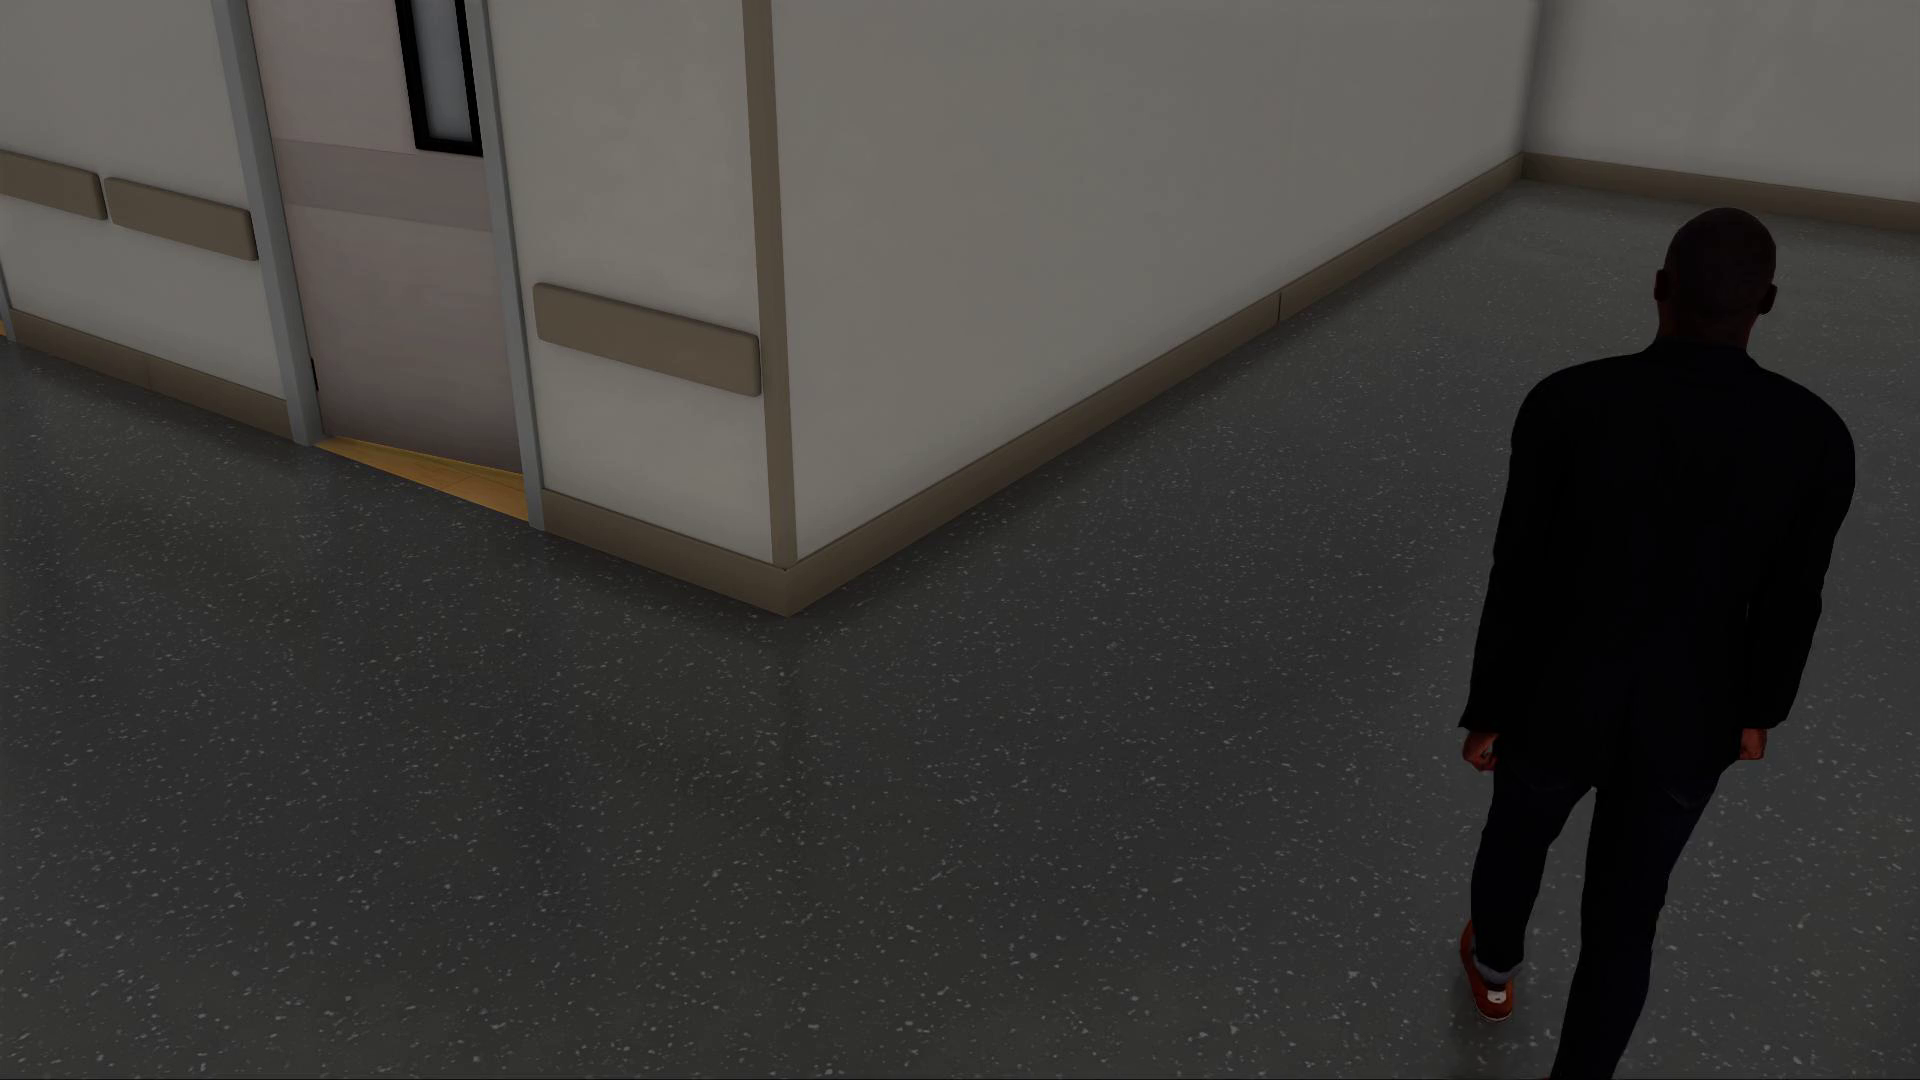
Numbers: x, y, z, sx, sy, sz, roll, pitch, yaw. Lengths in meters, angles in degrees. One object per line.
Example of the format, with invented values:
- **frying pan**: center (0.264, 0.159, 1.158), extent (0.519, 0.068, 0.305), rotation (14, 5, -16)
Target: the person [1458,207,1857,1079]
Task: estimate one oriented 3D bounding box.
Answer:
- **person**: center (1.121, 0.366, 2.849), extent (0.908, 1.788, 1.095), rotation (8, 27, 16)
